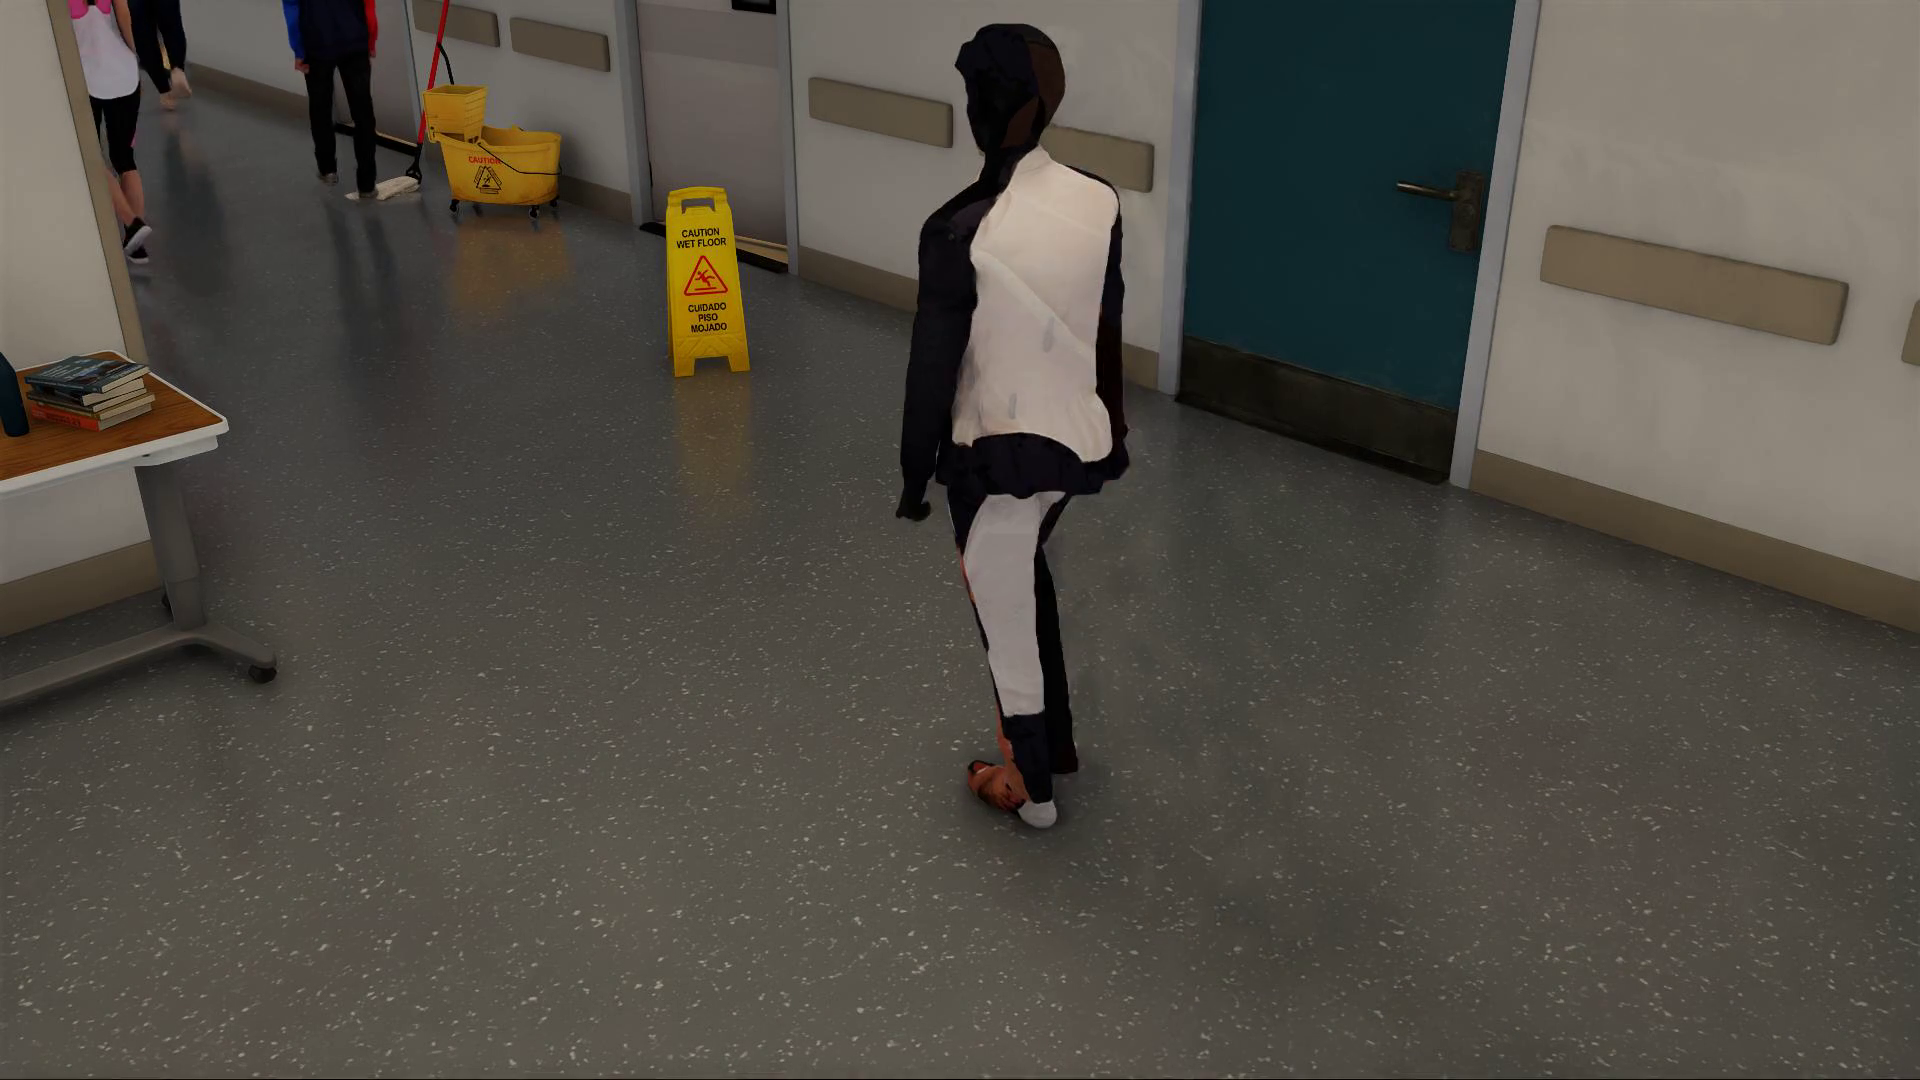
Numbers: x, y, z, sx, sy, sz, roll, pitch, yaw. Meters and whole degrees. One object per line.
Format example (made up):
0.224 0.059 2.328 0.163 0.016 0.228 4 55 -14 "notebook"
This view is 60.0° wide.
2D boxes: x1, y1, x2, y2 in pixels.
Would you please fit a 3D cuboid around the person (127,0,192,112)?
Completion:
-5.634 -3.838 11.470 0.777 1.778 0.865 -12 28 -23 "person"

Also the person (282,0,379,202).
-3.481 -2.757 9.286 0.884 1.727 1.046 -9 27 -18 "person"

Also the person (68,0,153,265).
-4.125 -2.192 8.059 0.688 1.774 0.612 22 33 38 "person"

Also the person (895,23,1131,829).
0.189 -0.162 3.728 0.754 1.881 0.681 -19 31 -33 "person"
